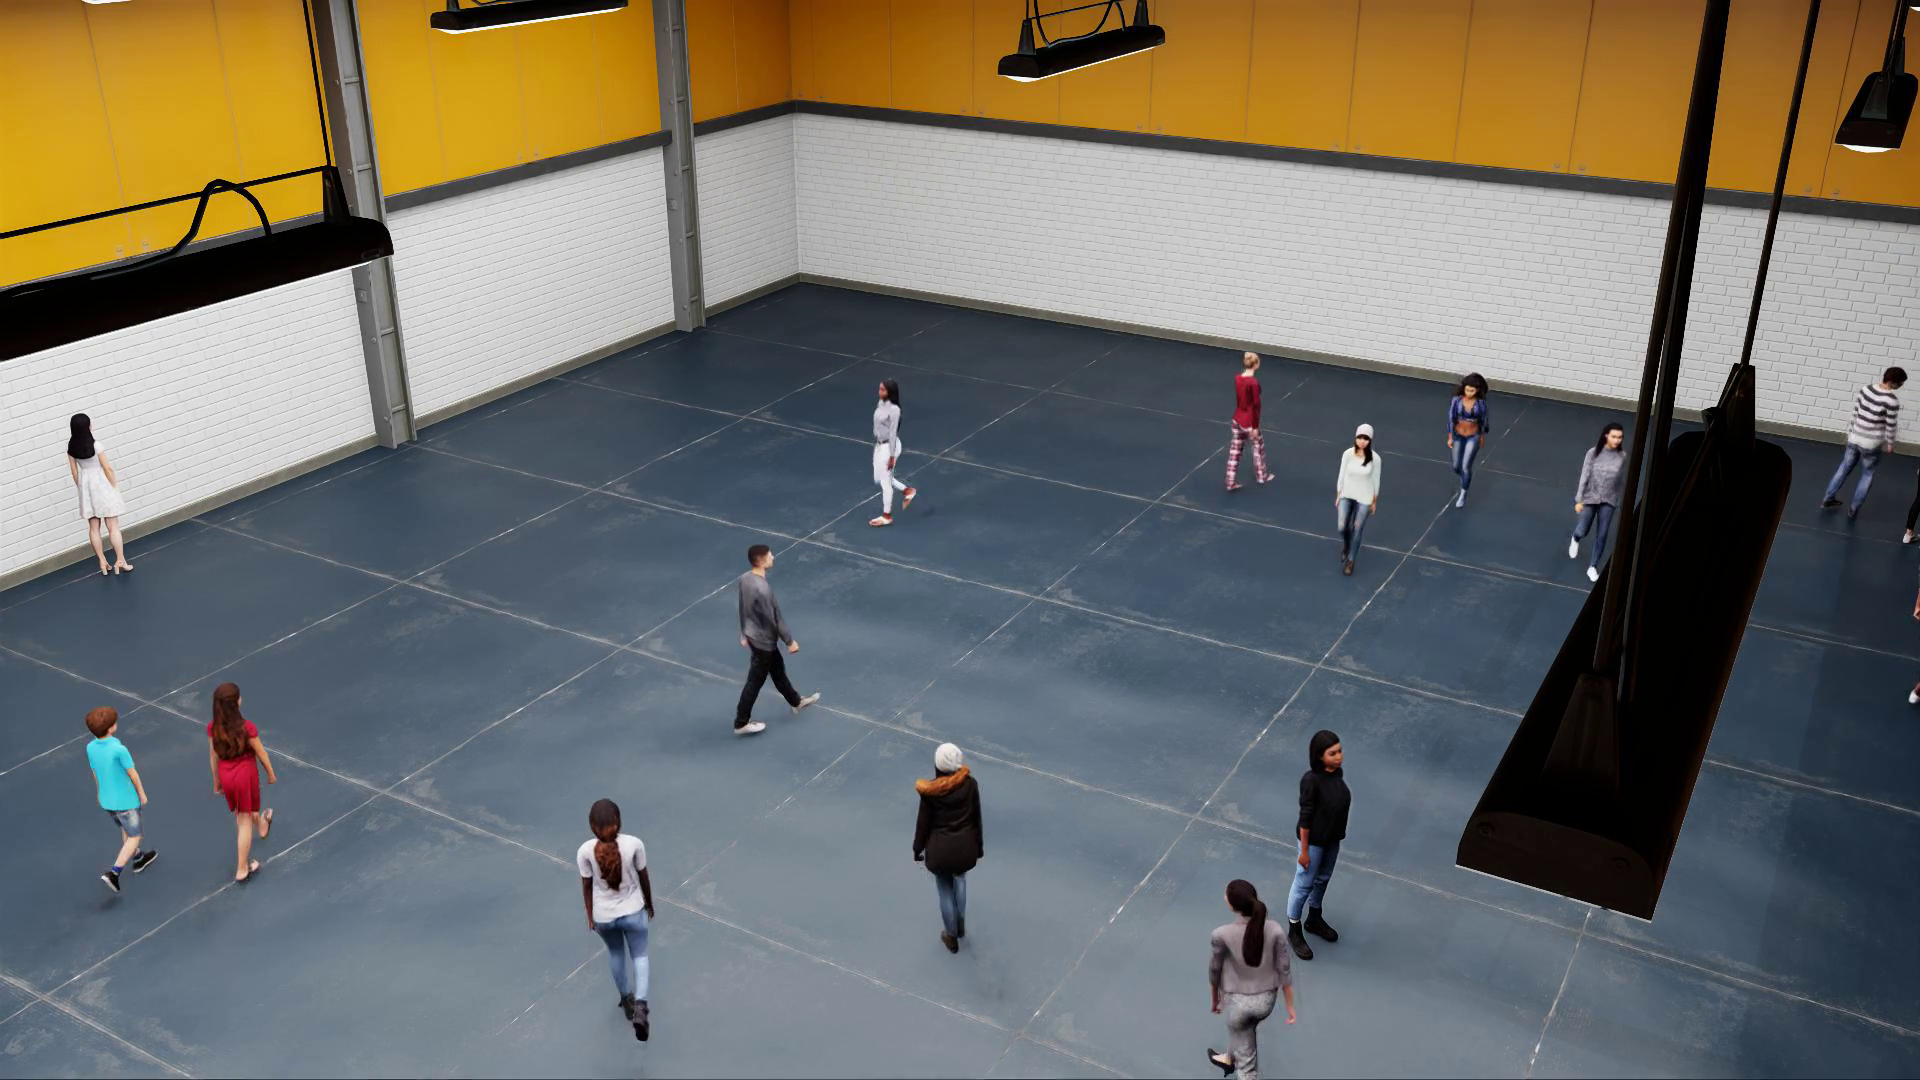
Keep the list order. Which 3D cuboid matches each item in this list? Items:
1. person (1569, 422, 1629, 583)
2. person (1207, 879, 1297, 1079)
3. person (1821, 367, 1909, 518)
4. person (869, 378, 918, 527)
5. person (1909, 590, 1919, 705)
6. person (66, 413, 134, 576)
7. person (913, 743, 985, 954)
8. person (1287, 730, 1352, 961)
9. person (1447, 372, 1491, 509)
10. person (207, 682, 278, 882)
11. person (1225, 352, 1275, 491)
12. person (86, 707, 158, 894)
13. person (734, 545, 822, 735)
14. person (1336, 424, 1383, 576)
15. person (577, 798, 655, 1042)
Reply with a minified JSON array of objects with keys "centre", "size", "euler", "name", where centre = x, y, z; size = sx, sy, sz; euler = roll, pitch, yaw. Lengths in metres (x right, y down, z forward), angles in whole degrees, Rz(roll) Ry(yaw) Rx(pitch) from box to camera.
[{"centre":[6.641,-0.438,17.341],"size":[0.800,1.716,0.935],"euler":[3,24,6],"name":"person"},{"centre":[1.748,2.859,9.938],"size":[1.072,1.605,1.195],"euler":[-1,24,-2],"name":"person"},{"centre":[10.191,-1.078,18.707],"size":[0.837,1.795,0.839],"euler":[-17,29,-34],"name":"person"},{"centre":[-0.739,-0.991,18.615],"size":[0.971,1.710,0.859],"euler":[-11,26,-24],"name":"person"},{"centre":[8.771,0.673,14.841],"size":[1.218,1.683,0.850],"euler":[-21,31,-39],"name":"person"},{"centre":[-9.007,-0.482,17.369],"size":[0.760,1.774,0.786],"euler":[1,24,2],"name":"person"},{"centre":[-0.038,2.162,11.504],"size":[0.733,1.627,0.810],"euler":[-9,25,-19],"name":"person"},{"centre":[2.492,2.086,11.584],"size":[0.572,1.702,0.689],"euler":[-19,30,-37],"name":"person"},{"centre":[5.844,-1.177,19.174],"size":[0.630,1.602,0.841],"euler":[9,25,21],"name":"person"},{"centre":[-5.402,1.828,12.410],"size":[0.876,1.513,1.092],"euler":[0,24,0],"name":"person"},{"centre":[3.303,-1.371,19.525],"size":[1.053,1.678,0.915],"euler":[-14,27,-29],"name":"person"},{"centre":[-6.261,1.925,12.288],"size":[0.617,1.434,0.887],"euler":[8,25,18],"name":"person"},{"centre":[-1.776,0.900,14.276],"size":[1.159,1.720,0.992],"euler":[-11,26,-24],"name":"person"},{"centre":[4.176,-0.457,17.480],"size":[0.629,1.640,0.695],"euler":[10,25,21],"name":"person"},{"centre":[-2.188,2.468,10.708],"size":[0.930,1.706,1.011],"euler":[-4,24,-9],"name":"person"}]
